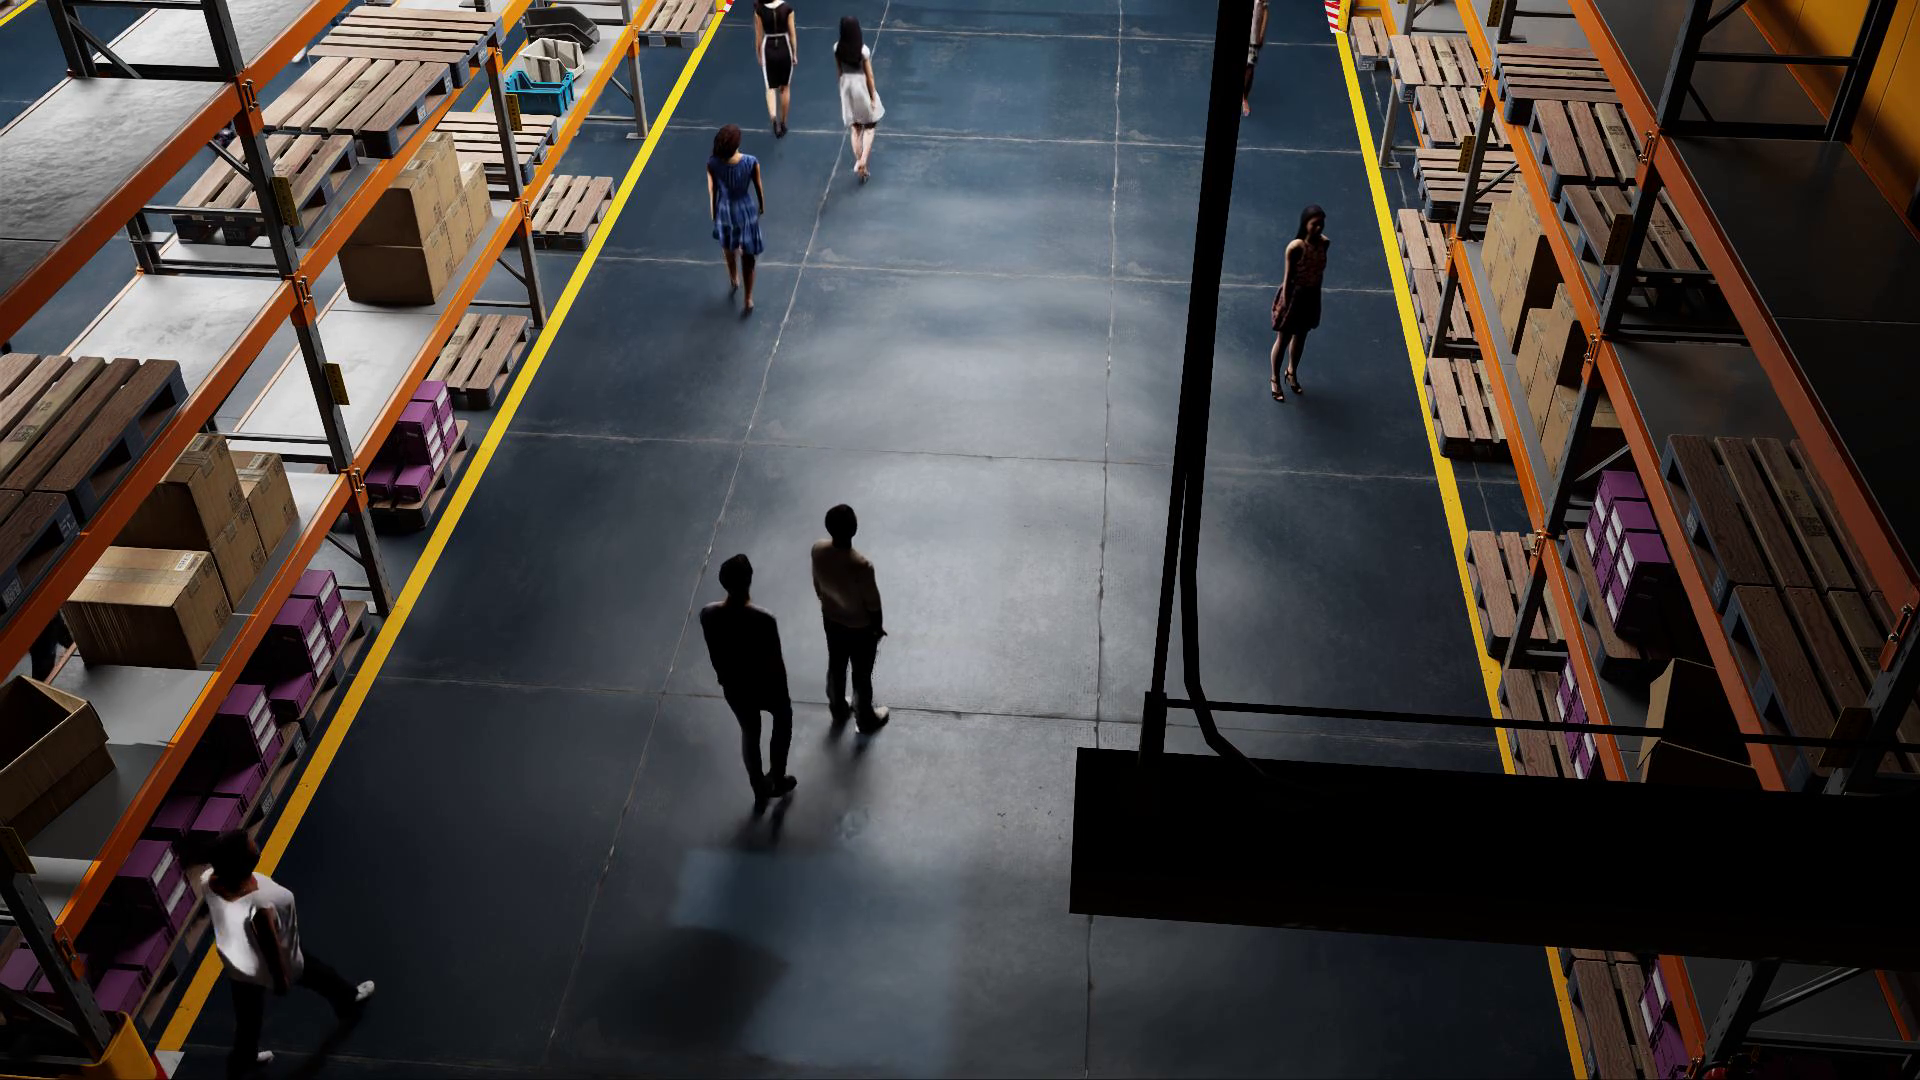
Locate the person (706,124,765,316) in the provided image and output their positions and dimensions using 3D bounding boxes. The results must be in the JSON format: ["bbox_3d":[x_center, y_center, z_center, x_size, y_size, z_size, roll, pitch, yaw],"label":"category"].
[{"bbox_3d":[-2.004,-2.831,14.941,0.706,1.784,0.873,-2,39,-3],"label":"person"}]

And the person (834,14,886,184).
[{"bbox_3d":[-1.100,-4.460,17.007,0.710,1.752,0.808,13,41,16],"label":"person"}]

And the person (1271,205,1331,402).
[{"bbox_3d":[2.841,-1.981,13.884,0.797,1.773,0.837,-18,42,-21],"label":"person"}]

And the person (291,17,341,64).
[{"bbox_3d":[-7.770,-6.648,19.724,0.867,1.779,1.212,11,40,14],"label":"person"}]

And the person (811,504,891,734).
[{"bbox_3d":[-0.726,0.514,10.730,0.723,1.812,0.702,20,43,23],"label":"person"}]

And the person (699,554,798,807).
[{"bbox_3d":[-1.309,0.952,10.154,0.741,1.846,0.671,11,40,14],"label":"person"}]

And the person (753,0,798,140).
[{"bbox_3d":[-1.950,-5.108,17.792,0.675,1.783,0.943,-3,39,-3],"label":"person"}]

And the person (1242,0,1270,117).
[{"bbox_3d":[3.091,-5.579,18.365,0.686,1.805,0.632,5,39,6],"label":"person"}]

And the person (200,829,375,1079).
[{"bbox_3d":[-3.718,2.206,8.745,0.976,1.645,1.210,22,43,25],"label":"person"}]
